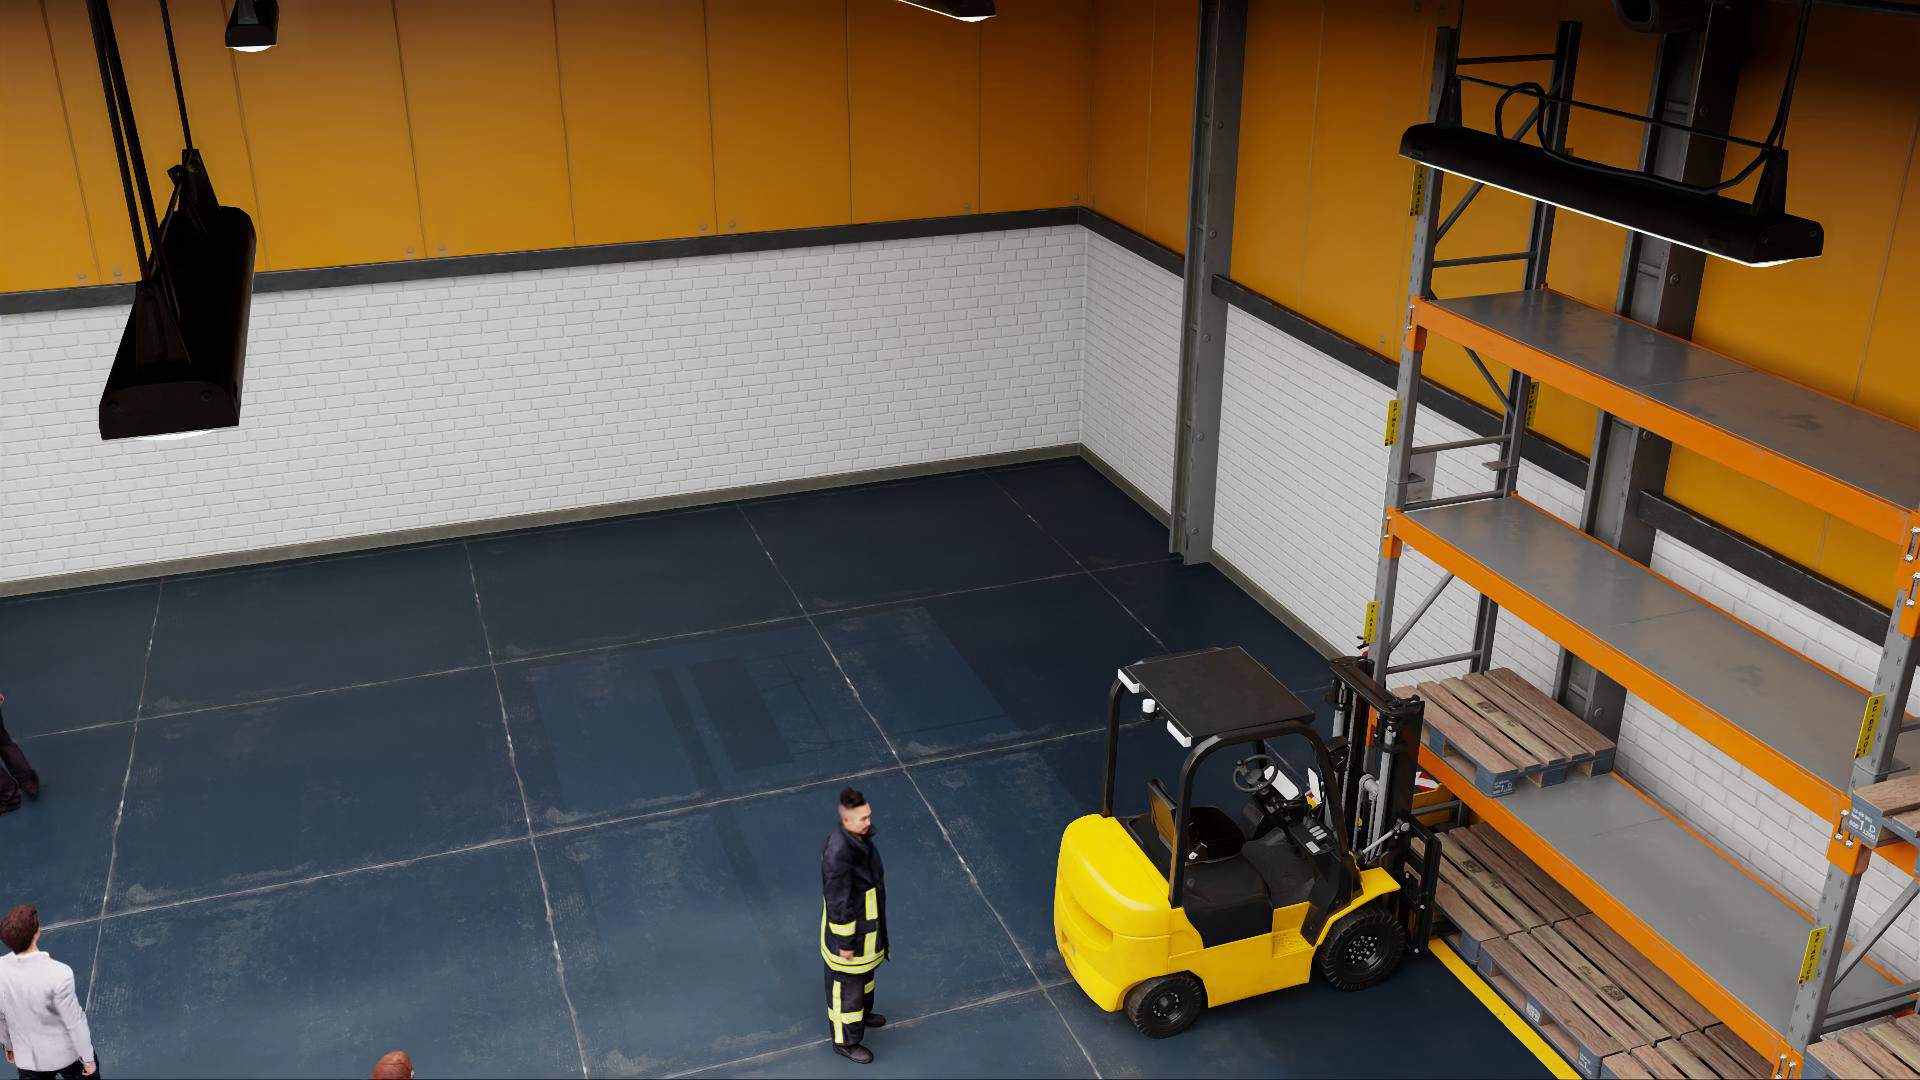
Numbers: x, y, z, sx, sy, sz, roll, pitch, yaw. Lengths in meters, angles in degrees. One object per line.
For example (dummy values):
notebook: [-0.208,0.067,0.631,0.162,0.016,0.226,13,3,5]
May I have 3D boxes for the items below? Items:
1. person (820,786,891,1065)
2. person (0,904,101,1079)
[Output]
person: [-0.671,2.331,10.321,0.935,1.868,0.836,5,24,12]
person: [-5.069,2.864,9.158,0.932,1.823,1.204,0,24,1]
